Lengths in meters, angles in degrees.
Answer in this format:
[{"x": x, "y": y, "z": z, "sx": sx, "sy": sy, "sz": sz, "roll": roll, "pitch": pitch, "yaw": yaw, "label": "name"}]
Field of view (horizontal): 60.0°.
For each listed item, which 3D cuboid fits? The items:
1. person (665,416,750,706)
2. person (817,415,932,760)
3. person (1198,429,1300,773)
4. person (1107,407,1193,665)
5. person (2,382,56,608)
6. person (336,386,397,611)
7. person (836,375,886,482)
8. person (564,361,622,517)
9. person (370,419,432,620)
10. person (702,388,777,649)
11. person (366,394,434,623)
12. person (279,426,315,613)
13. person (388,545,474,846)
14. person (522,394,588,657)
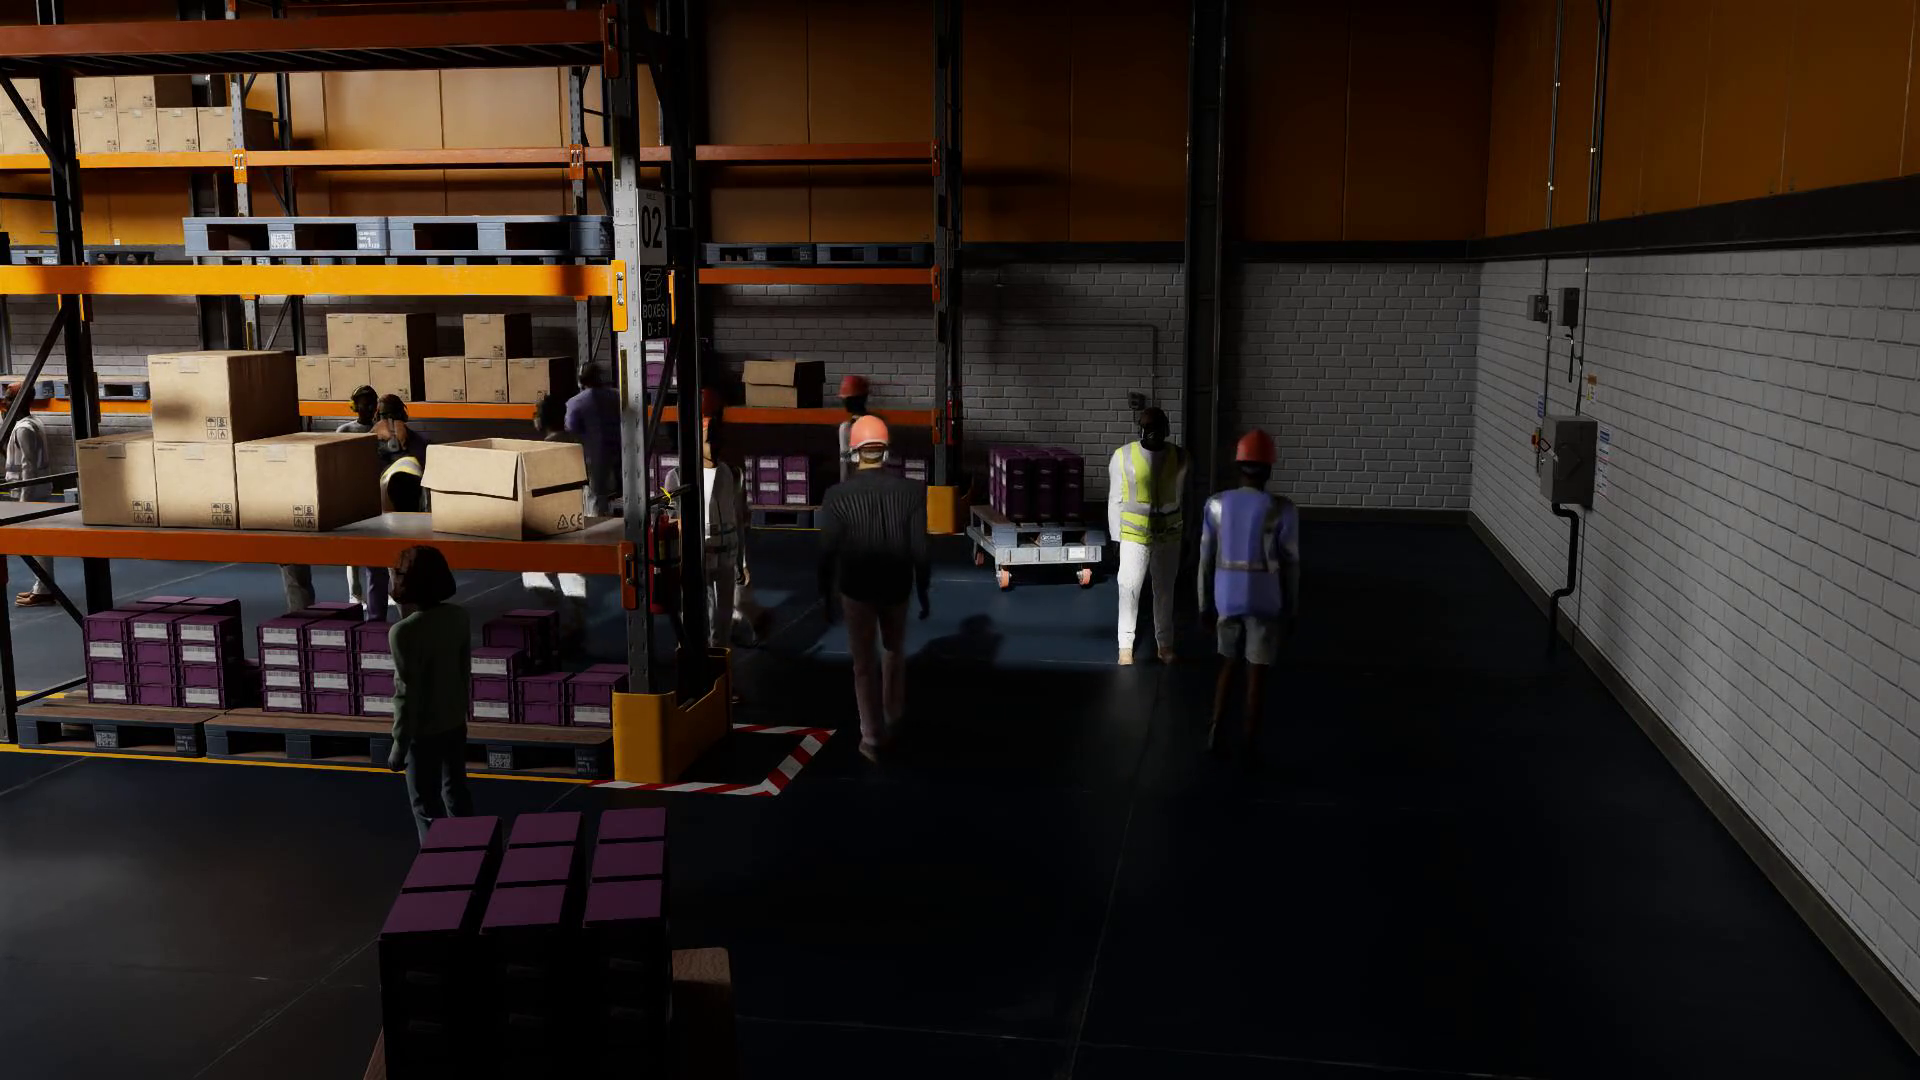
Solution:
[{"x": -1.601, "y": 0.156, "z": 10.609, "sx": 0.584, "sy": 1.881, "sz": 0.349, "roll": -8, "pitch": 12, "yaw": -41, "label": "person"}, {"x": -0.507, "y": 0.273, "z": 9.576, "sx": 0.644, "sy": 1.977, "sz": 0.483, "roll": -3, "pitch": 10, "yaw": -17, "label": "person"}, {"x": 1.625, "y": 0.343, "z": 9.312, "sx": 0.555, "sy": 1.923, "sz": 0.420, "roll": 6, "pitch": 11, "yaw": 32, "label": "person"}, {"x": 1.363, "y": -0.024, "z": 11.855, "sx": 0.624, "sy": 1.844, "sz": 0.429, "roll": -1, "pitch": 9, "yaw": -6, "label": "person"}, {"x": -7.804, "y": -0.382, "z": 13.941, "sx": 0.350, "sy": 1.883, "sz": 0.583, "roll": -4, "pitch": 10, "yaw": -24, "label": "person"}, {"x": -4.909, "y": -0.352, "z": 13.813, "sx": 0.312, "sy": 1.864, "sz": 0.532, "roll": 7, "pitch": 11, "yaw": 36, "label": "person"}, {"x": -0.833, "y": -0.448, "z": 14.225, "sx": 0.475, "sy": 1.923, "sz": 0.574, "roll": 6, "pitch": 11, "yaw": 35, "label": "person"}, {"x": -3.668, "y": -0.794, "z": 16.351, "sx": 0.620, "sy": 1.925, "sz": 0.662, "roll": 8, "pitch": 12, "yaw": 40, "label": "person"}, {"x": -3.725, "y": 0.105, "z": 11.100, "sx": 0.430, "sy": 1.835, "sz": 0.622, "roll": -4, "pitch": 10, "yaw": -21, "label": "person"}, {"x": -1.678, "y": -0.129, "z": 12.129, "sx": 0.653, "sy": 1.959, "sz": 0.677, "roll": 3, "pitch": 9, "yaw": 15, "label": "person"}, {"x": -4.149, "y": -0.118, "z": 12.231, "sx": 0.639, "sy": 1.910, "sz": 0.407, "roll": -4, "pitch": 10, "yaw": -23, "label": "person"}, {"x": -4.794, "y": -0.023, "z": 11.869, "sx": 0.404, "sy": 1.833, "sz": 0.591, "roll": -3, "pitch": 10, "yaw": -16, "label": "person"}, {"x": -2.286, "y": 0.830, "z": 7.183, "sx": 0.274, "sy": 1.636, "sz": 0.507, "roll": 3, "pitch": 10, "yaw": 17, "label": "person"}, {"x": -2.899, "y": -0.087, "z": 11.990, "sx": 0.451, "sy": 1.921, "sz": 0.653, "roll": 2, "pitch": 9, "yaw": 15, "label": "person"}]
